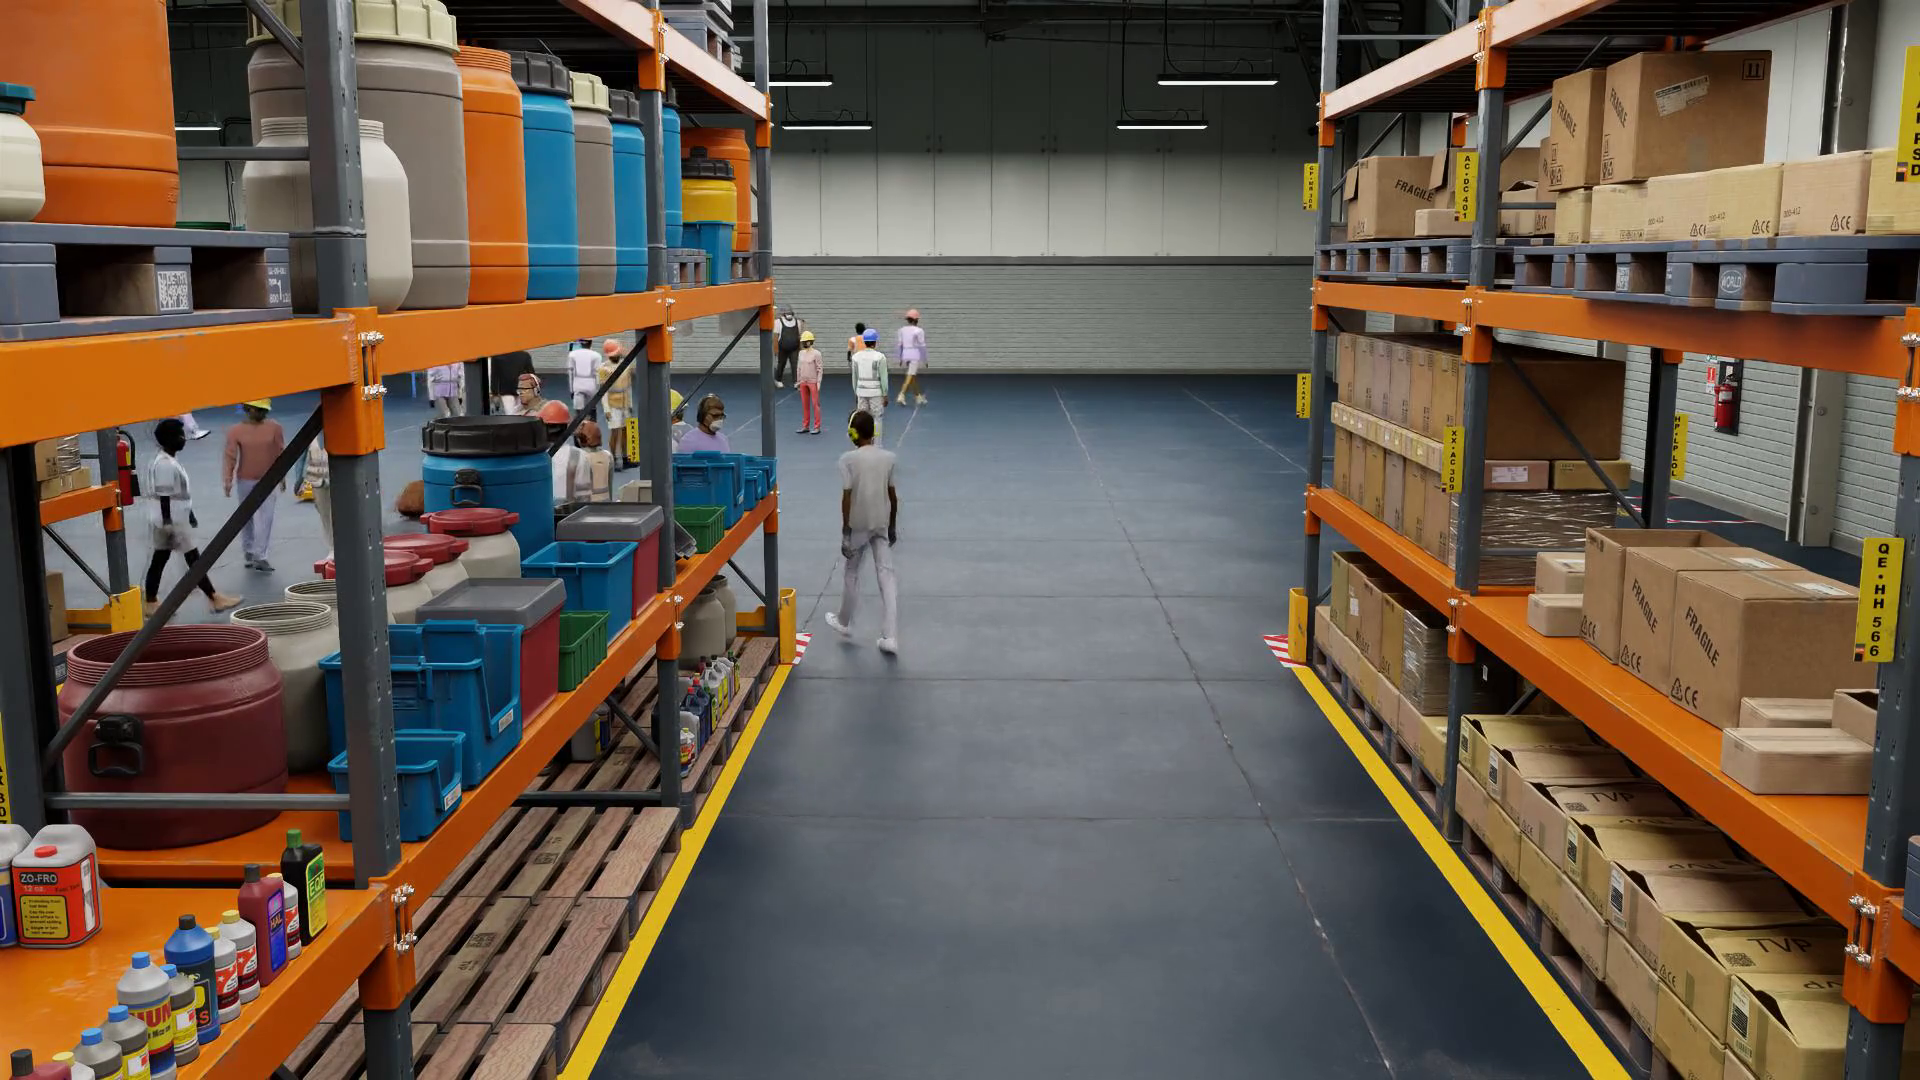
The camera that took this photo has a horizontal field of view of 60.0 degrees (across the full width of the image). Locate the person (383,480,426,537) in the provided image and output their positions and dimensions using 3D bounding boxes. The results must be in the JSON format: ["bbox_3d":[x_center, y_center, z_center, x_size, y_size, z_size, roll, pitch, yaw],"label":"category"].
[{"bbox_3d":[-3.405,0.408,10.533,0.514,1.584,0.849,1,10,9],"label":"person"}]

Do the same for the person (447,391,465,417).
[{"bbox_3d":[-9.294,-3.035,30.436,0.619,1.839,0.430,5,11,26],"label":"person"}]

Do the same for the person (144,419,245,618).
[{"bbox_3d":[-6.427,-0.179,13.823,0.835,1.654,0.552,-4,10,-24],"label":"person"}]

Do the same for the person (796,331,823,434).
[{"bbox_3d":[-2.616,-2.720,28.760,0.535,1.767,0.315,7,12,36],"label":"person"}]

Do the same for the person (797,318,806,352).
[{"bbox_3d":[-3.812,-4.560,40.195,0.442,1.618,0.530,6,11,31],"label":"person"}]

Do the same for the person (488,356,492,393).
[{"bbox_3d":[-10.100,-3.775,34.949,0.639,1.807,0.866,-2,10,-12],"label":"person"}]

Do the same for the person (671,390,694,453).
[{"bbox_3d":[-2.545,-0.422,14.799,0.404,1.829,0.600,1,10,8],"label":"person"}]

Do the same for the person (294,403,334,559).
[{"bbox_3d":[-6.189,-0.536,16.207,0.535,1.594,0.862,0,9,-3],"label":"person"}]

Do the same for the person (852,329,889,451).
[{"bbox_3d":[-1.349,-2.215,25.181,0.611,1.950,0.377,5,11,28],"label":"person"}]

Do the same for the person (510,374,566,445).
[{"bbox_3d":[-4.049,-0.623,15.775,0.654,1.906,0.408,5,11,27],"label":"person"}]

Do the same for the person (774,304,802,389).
[{"bbox_3d":[-4.067,-4.571,39.154,0.717,2.000,0.987,-4,10,-21],"label":"person"}]

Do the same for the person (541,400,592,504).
[{"bbox_3d":[-3.034,-0.085,12.497,0.547,1.925,0.546,1,9,4],"label":"person"}]

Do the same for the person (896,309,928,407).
[{"bbox_3d":[-1.014,-3.758,34.311,0.620,2.004,1.048,7,12,37],"label":"person"}]

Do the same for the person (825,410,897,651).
[{"bbox_3d":[-0.744,-0.092,12.863,0.570,1.811,0.964,-5,11,-30],"label":"person"}]

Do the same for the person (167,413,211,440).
[{"bbox_3d":[-12.877,-2.566,27.568,1.026,1.850,0.653,2,10,13],"label":"person"}]

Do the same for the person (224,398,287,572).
[{"bbox_3d":[-6.793,-0.578,16.042,0.594,1.727,0.729,-5,11,-26],"label":"person"}]

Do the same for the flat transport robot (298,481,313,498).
[{"bbox_3d":[-7.997,-0.729,21.431,0.652,0.197,1.431,-1,9,-6],"label":"flat transport robot"}]

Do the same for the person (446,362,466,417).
[{"bbox_3d":[-8.749,-2.716,28.685,0.609,1.789,0.921,4,10,21],"label":"person"}]

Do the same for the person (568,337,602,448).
[{"bbox_3d":[-5.979,-2.414,26.494,0.544,1.913,0.850,0,9,0],"label":"person"}]

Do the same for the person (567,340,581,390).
[{"bbox_3d":[-8.967,-4.341,38.672,0.319,1.697,0.533,2,10,12],"label":"person"}]

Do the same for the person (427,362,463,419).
[{"bbox_3d":[-7.829,-2.222,25.345,0.464,1.906,0.611,8,12,40],"label":"person"}]

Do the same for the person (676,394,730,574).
[{"bbox_3d":[-1.972,-0.178,13.033,0.370,1.934,0.627,3,10,20],"label":"person"}]

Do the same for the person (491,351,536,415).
[{"bbox_3d":[-6.739,-2.224,25.208,0.679,1.956,0.678,-5,11,-29],"label":"person"}]

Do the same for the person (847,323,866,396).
[{"bbox_3d":[-2.162,-3.852,35.883,0.545,1.651,0.866,-4,10,-20],"label":"person"}]

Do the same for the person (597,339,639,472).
[{"bbox_3d":[-4.799,-1.919,23.632,0.389,1.881,0.783,6,11,32],"label":"person"}]

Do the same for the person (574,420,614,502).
[{"bbox_3d":[-3.086,-0.187,13.971,0.307,1.639,0.513,5,11,26],"label":"person"}]

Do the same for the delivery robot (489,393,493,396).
[{"bbox_3d":[-9.427,-2.985,33.035,0.335,0.223,0.698,-2,10,-14],"label":"delivery robot"}]
